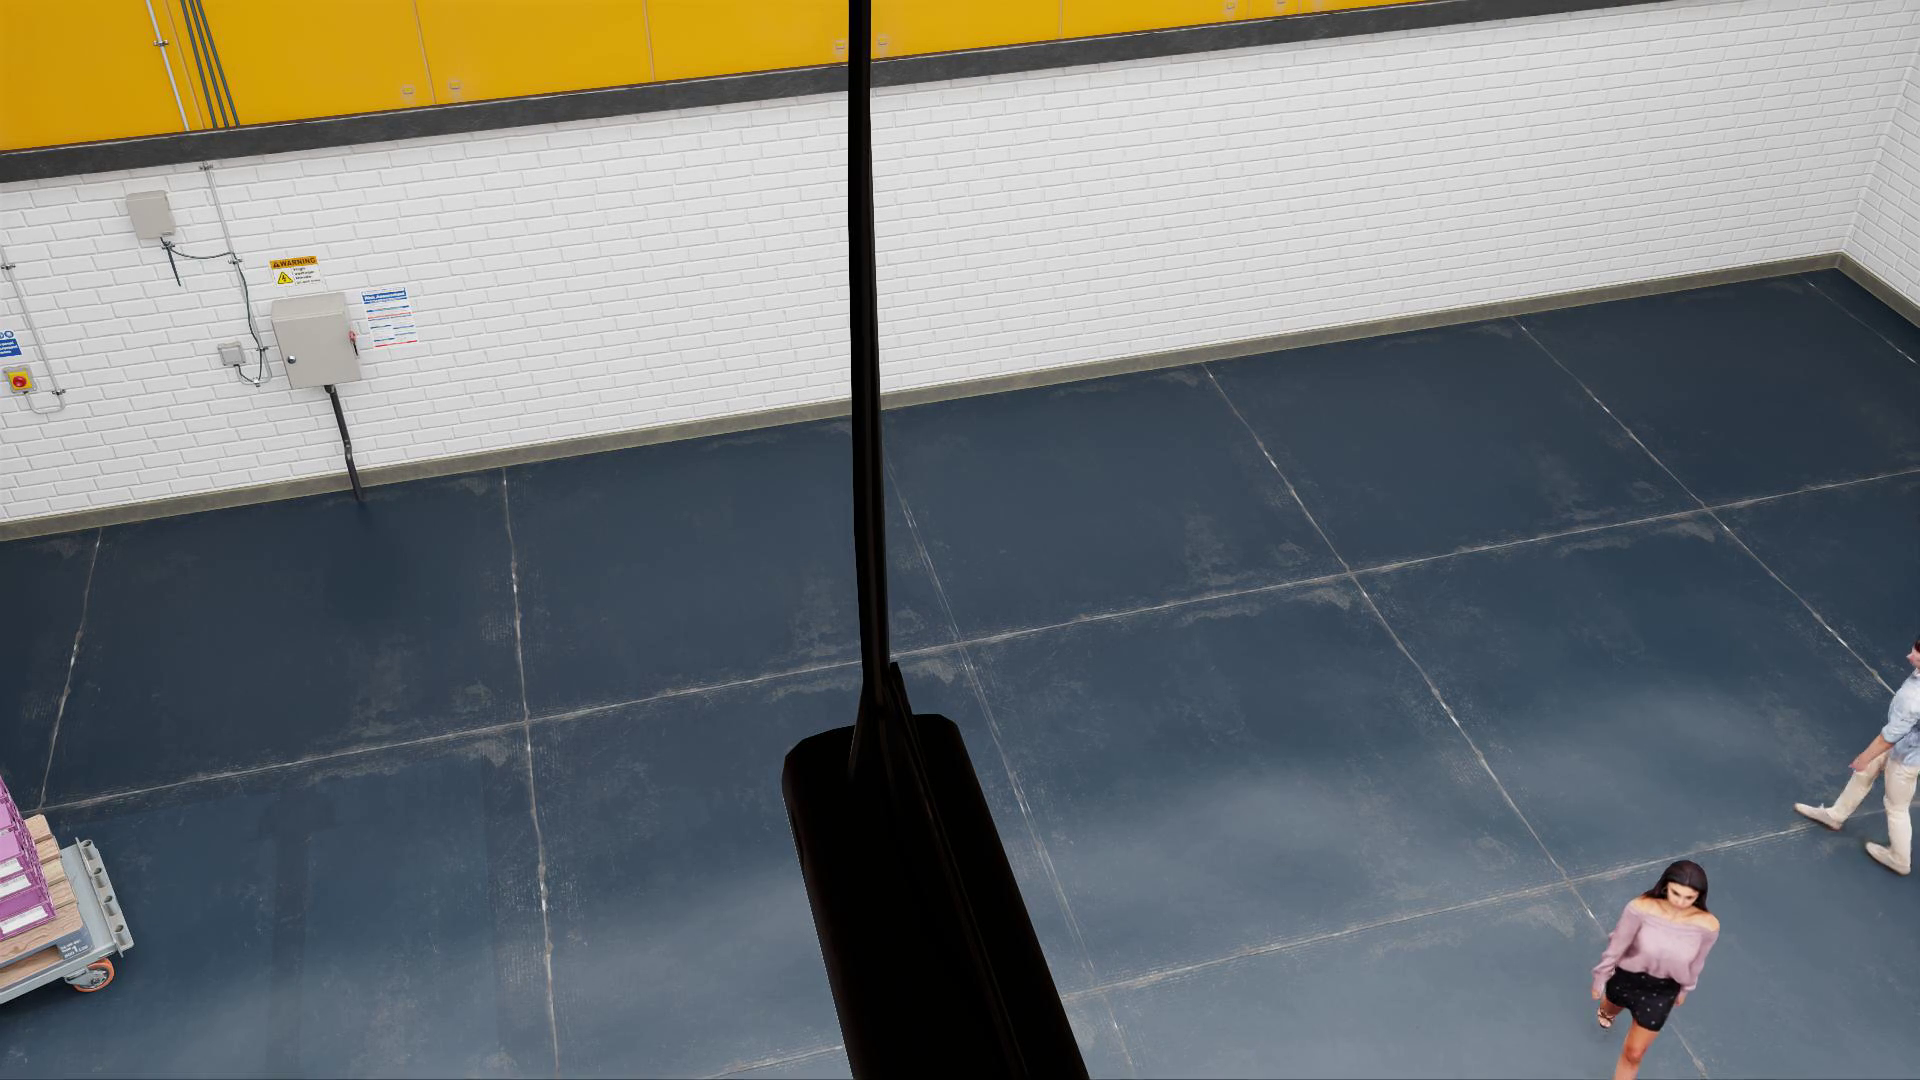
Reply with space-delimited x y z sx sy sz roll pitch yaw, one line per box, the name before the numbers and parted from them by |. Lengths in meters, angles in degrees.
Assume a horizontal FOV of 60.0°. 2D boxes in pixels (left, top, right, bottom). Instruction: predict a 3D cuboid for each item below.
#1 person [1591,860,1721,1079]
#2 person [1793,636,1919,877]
person | 3.430 2.178 8.389 1.045 1.774 1.192 14 41 17
person | 5.510 1.238 9.543 0.993 1.802 1.103 -25 45 -28
